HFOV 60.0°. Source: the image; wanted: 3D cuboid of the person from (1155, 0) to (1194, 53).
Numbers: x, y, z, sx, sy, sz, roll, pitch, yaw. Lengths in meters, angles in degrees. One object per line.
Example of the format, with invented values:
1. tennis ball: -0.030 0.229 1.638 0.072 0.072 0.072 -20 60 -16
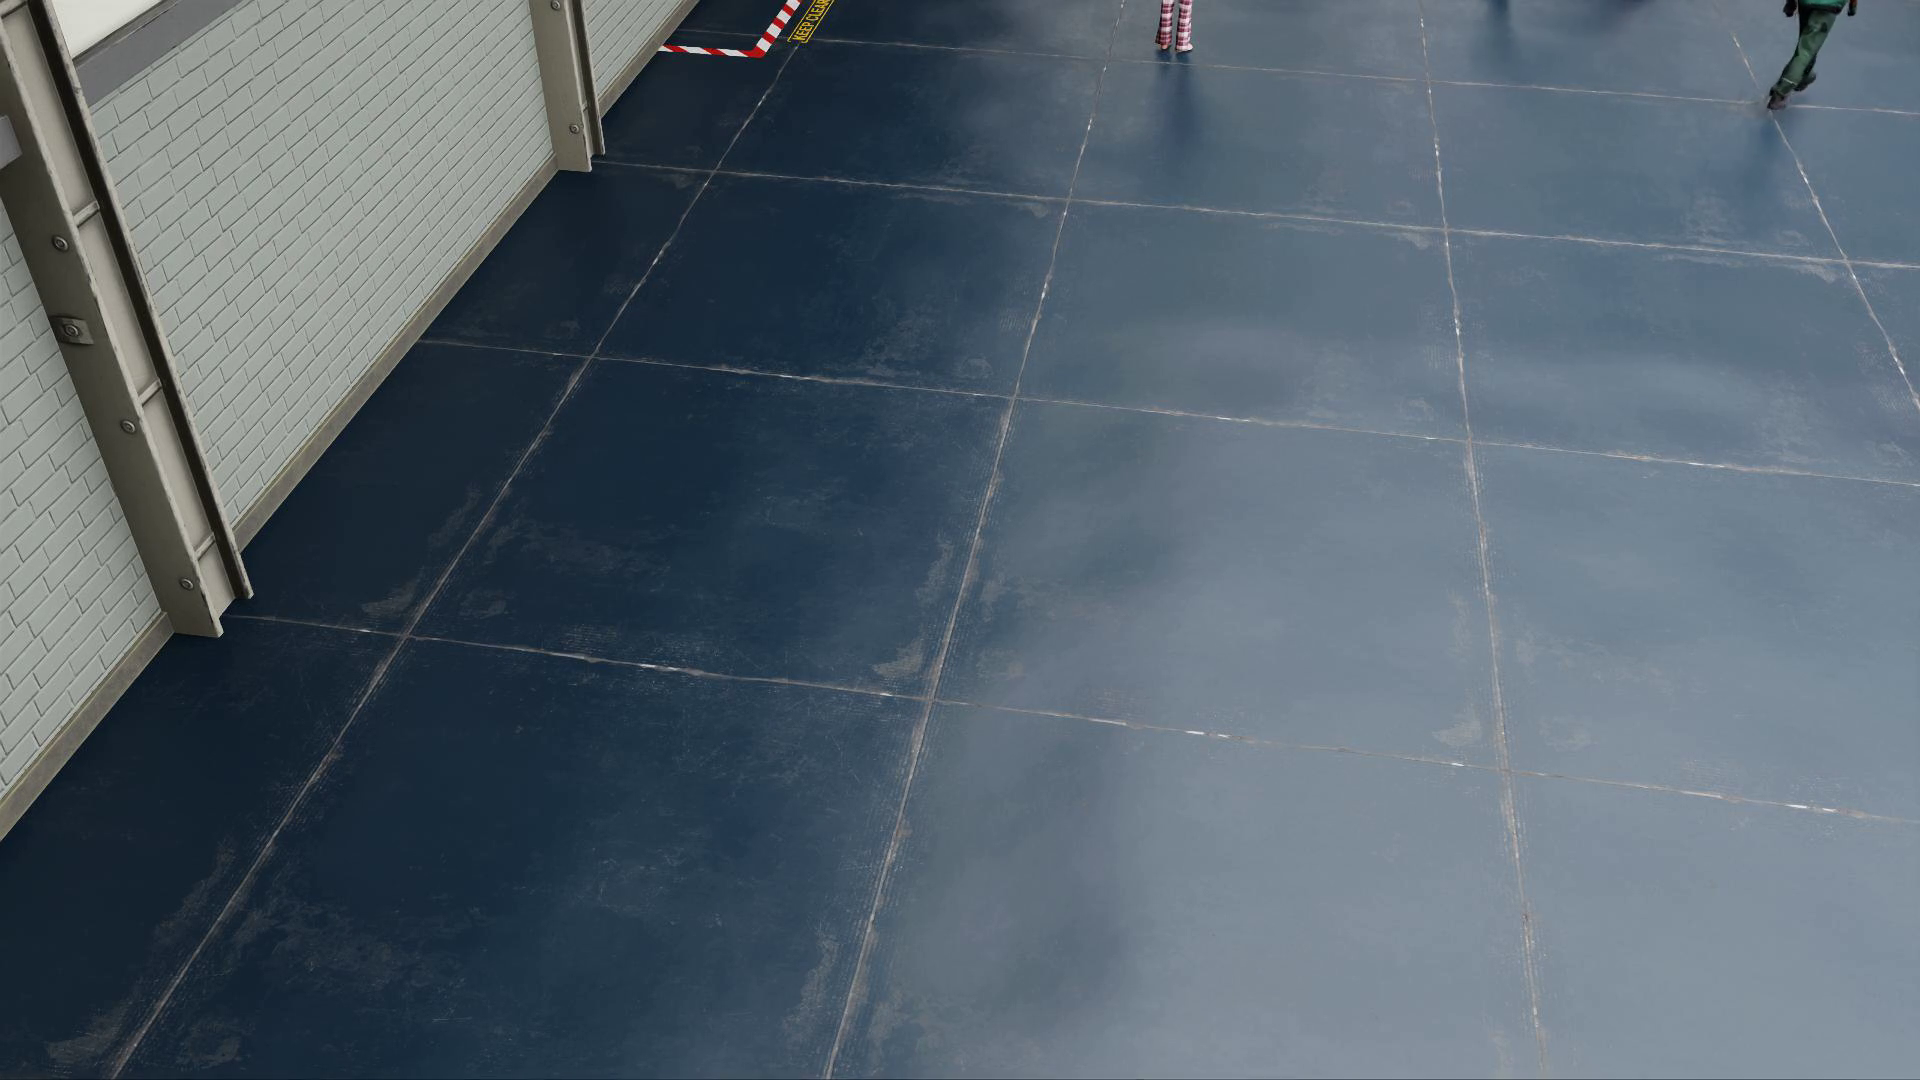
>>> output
1. person: 2.067 -5.440 15.585 0.685 1.699 0.623 19 42 23

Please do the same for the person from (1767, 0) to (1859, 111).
1. person: 7.427 -4.591 14.428 1.307 1.788 1.172 -29 46 -32
